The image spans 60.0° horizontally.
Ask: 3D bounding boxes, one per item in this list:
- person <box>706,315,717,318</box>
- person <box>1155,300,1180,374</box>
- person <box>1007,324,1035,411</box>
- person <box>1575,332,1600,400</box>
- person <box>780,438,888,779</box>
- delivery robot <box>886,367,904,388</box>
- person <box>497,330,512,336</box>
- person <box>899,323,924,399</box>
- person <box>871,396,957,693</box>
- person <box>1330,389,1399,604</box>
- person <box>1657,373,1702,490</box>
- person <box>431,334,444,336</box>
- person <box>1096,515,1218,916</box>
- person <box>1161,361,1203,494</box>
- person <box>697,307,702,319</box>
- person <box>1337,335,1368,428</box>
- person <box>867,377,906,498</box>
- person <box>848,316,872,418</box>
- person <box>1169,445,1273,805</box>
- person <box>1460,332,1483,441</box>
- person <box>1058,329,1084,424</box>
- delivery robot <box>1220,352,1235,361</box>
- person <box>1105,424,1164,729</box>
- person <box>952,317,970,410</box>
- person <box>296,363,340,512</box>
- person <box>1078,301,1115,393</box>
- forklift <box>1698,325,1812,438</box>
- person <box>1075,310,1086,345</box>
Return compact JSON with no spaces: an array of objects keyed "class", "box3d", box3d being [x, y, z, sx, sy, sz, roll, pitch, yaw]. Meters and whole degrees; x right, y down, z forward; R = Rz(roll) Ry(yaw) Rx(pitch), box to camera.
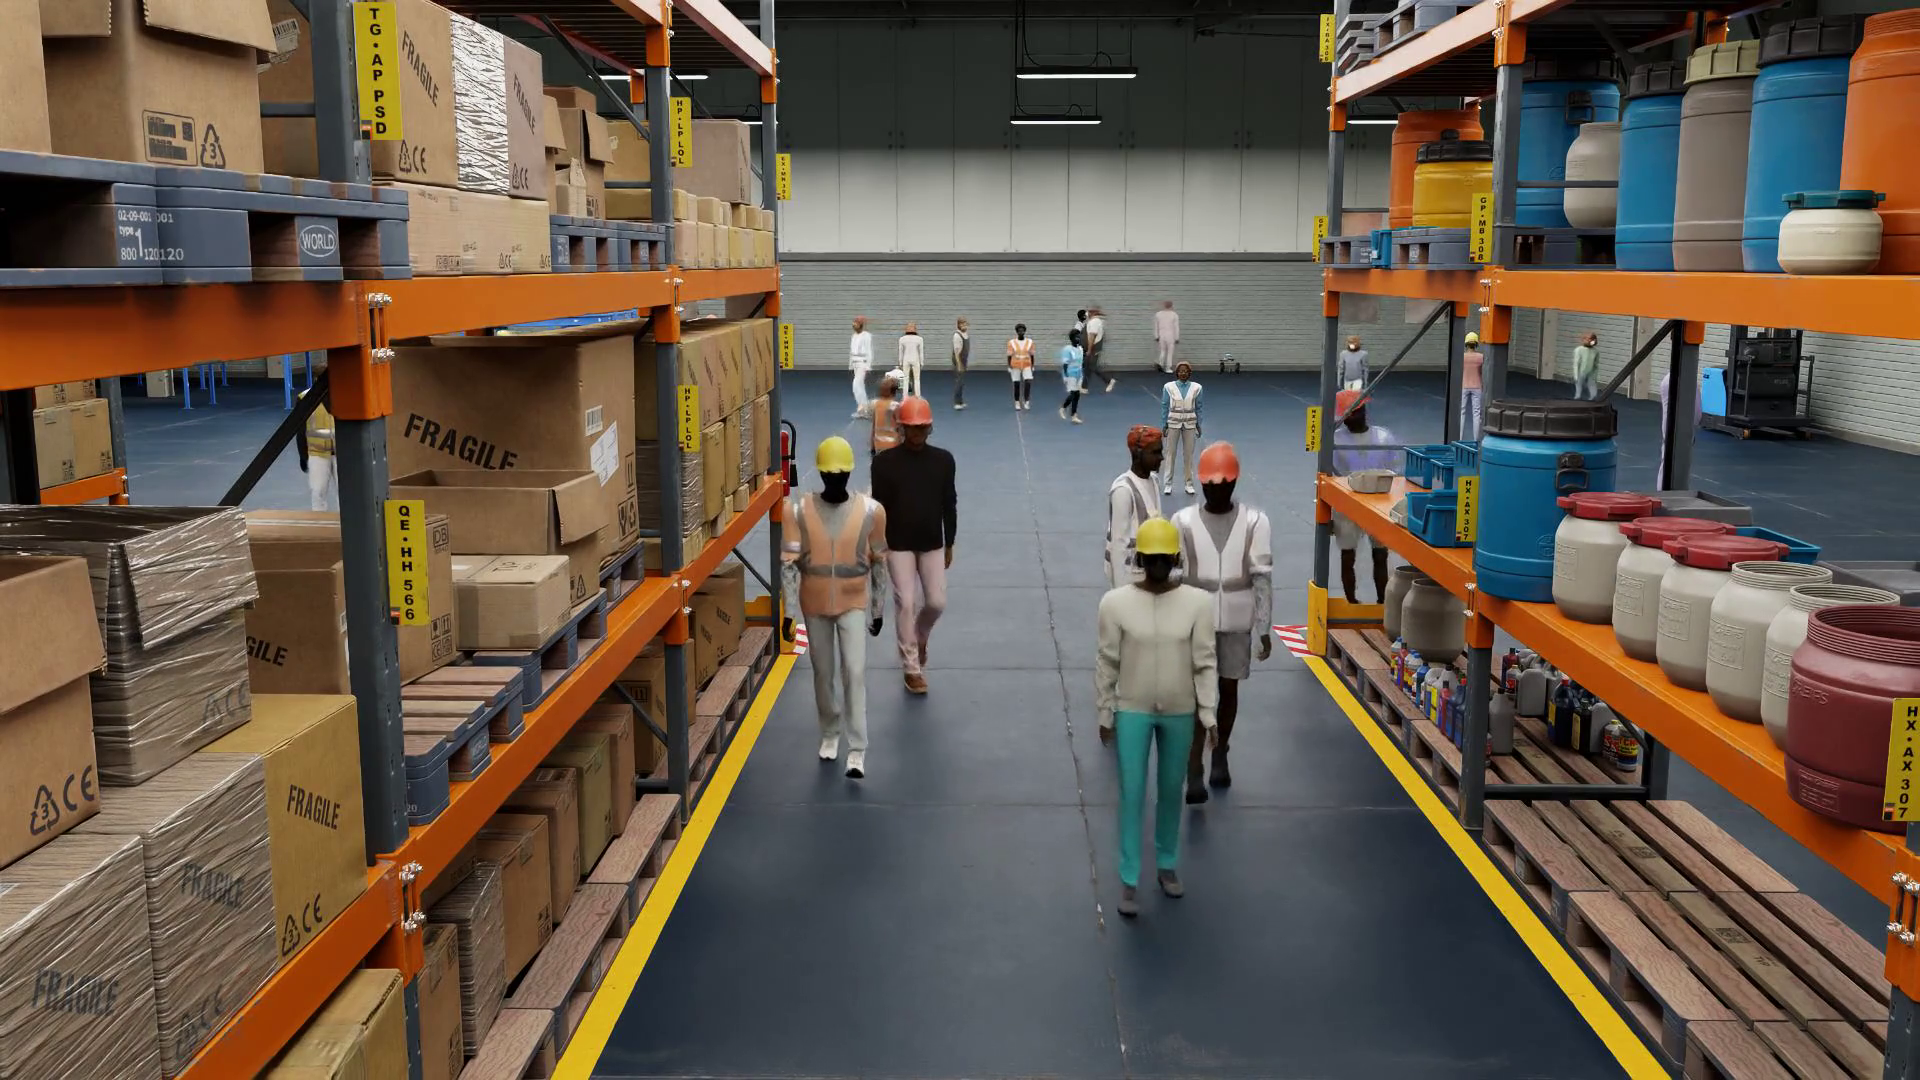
[{"class":"person","box3d":[-4.371,-3.011,29.401,0.547,1.934,0.376,-2,10,-14]},{"class":"person","box3d":[5.372,-5.234,42.845,0.667,1.888,0.436,6,11,34]},{"class":"person","box3d":[1.176,-3.306,31.964,0.550,1.659,0.788,-1,9,-4]},{"class":"person","box3d":[11.221,-2.916,29.789,0.518,1.620,0.464,-2,10,-10]},{"class":"person","box3d":[-0.700,0.378,9.258,0.598,1.882,0.965,0,9,-1]},{"class":"delivery robot","box3d":[-1.392,-3.611,36.946,0.477,0.478,0.707,-4,10,-23]},{"class":"person","box3d":[-7.465,-2.599,27.498,0.556,1.737,0.543,0,9,-1]},{"class":"person","box3d":[-0.985,-3.597,33.831,0.500,1.627,0.267,1,9,3]},{"class":"person","box3d":[-0.323,0.009,11.185,0.619,1.977,0.589,-3,10,-17]},{"class":"person","box3d":[3.229,-0.241,12.994,0.785,1.884,0.378,0,9,-1]},{"class":"person","box3d":[8.146,-1.223,18.775,0.650,1.906,0.401,-9,13,-43]},{"class":"person","box3d":[-8.232,-2.459,26.425,0.558,1.829,0.498,-7,12,-35]},{"class":"person","box3d":[0.875,0.755,7.393,0.528,1.767,0.380,0,9,-2]},{"class":"person","box3d":[2.739,-1.389,20.565,0.511,1.640,0.308,0,9,-1]},{"class":"person","box3d":[-5.703,-4.081,35.794,0.632,1.940,0.372,-5,11,-28]},{"class":"person","box3d":[6.891,-2.798,29.140,0.509,1.595,0.821,4,10,24]},{"class":"person","box3d":[-0.801,-1.016,18.468,0.871,1.593,0.534,-7,12,-36]},{"class":"person","box3d":[-1.908,-3.163,30.498,0.571,1.867,0.605,-6,11,-31]},{"class":"person","box3d":[1.371,0.450,8.803,0.549,1.891,0.962,1,10,5]},{"class":"person","box3d":[7.946,-2.347,25.920,0.525,1.772,0.309,2,10,12]},{"class":"person","box3d":[2.009,-2.895,29.436,0.380,1.684,0.551,8,12,40]},{"class":"delivery robot","box3d":[6.936,-4.754,43.036,0.335,0.223,0.698,4,10,23]},{"class":"person","box3d":[1.075,0.224,10.228,0.360,1.874,0.590,4,10,25]},{"class":"person","box3d":[0.046,-3.440,32.403,0.416,1.811,0.702,4,10,22]},{"class":"person","box3d":[-6.407,-0.882,16.928,0.633,1.840,0.429,-4,10,-25]},{"class":"person","box3d":[2.931,-4.183,36.226,0.832,2.000,0.683,0,9,-1]},{"class":"forklift","box3d":[13.248,-3.165,27.620,1.129,2.768,1.873,0,9,1]},{"class":"person","box3d":[2.985,-4.839,41.086,0.321,1.689,0.530,3,10,20]}]
